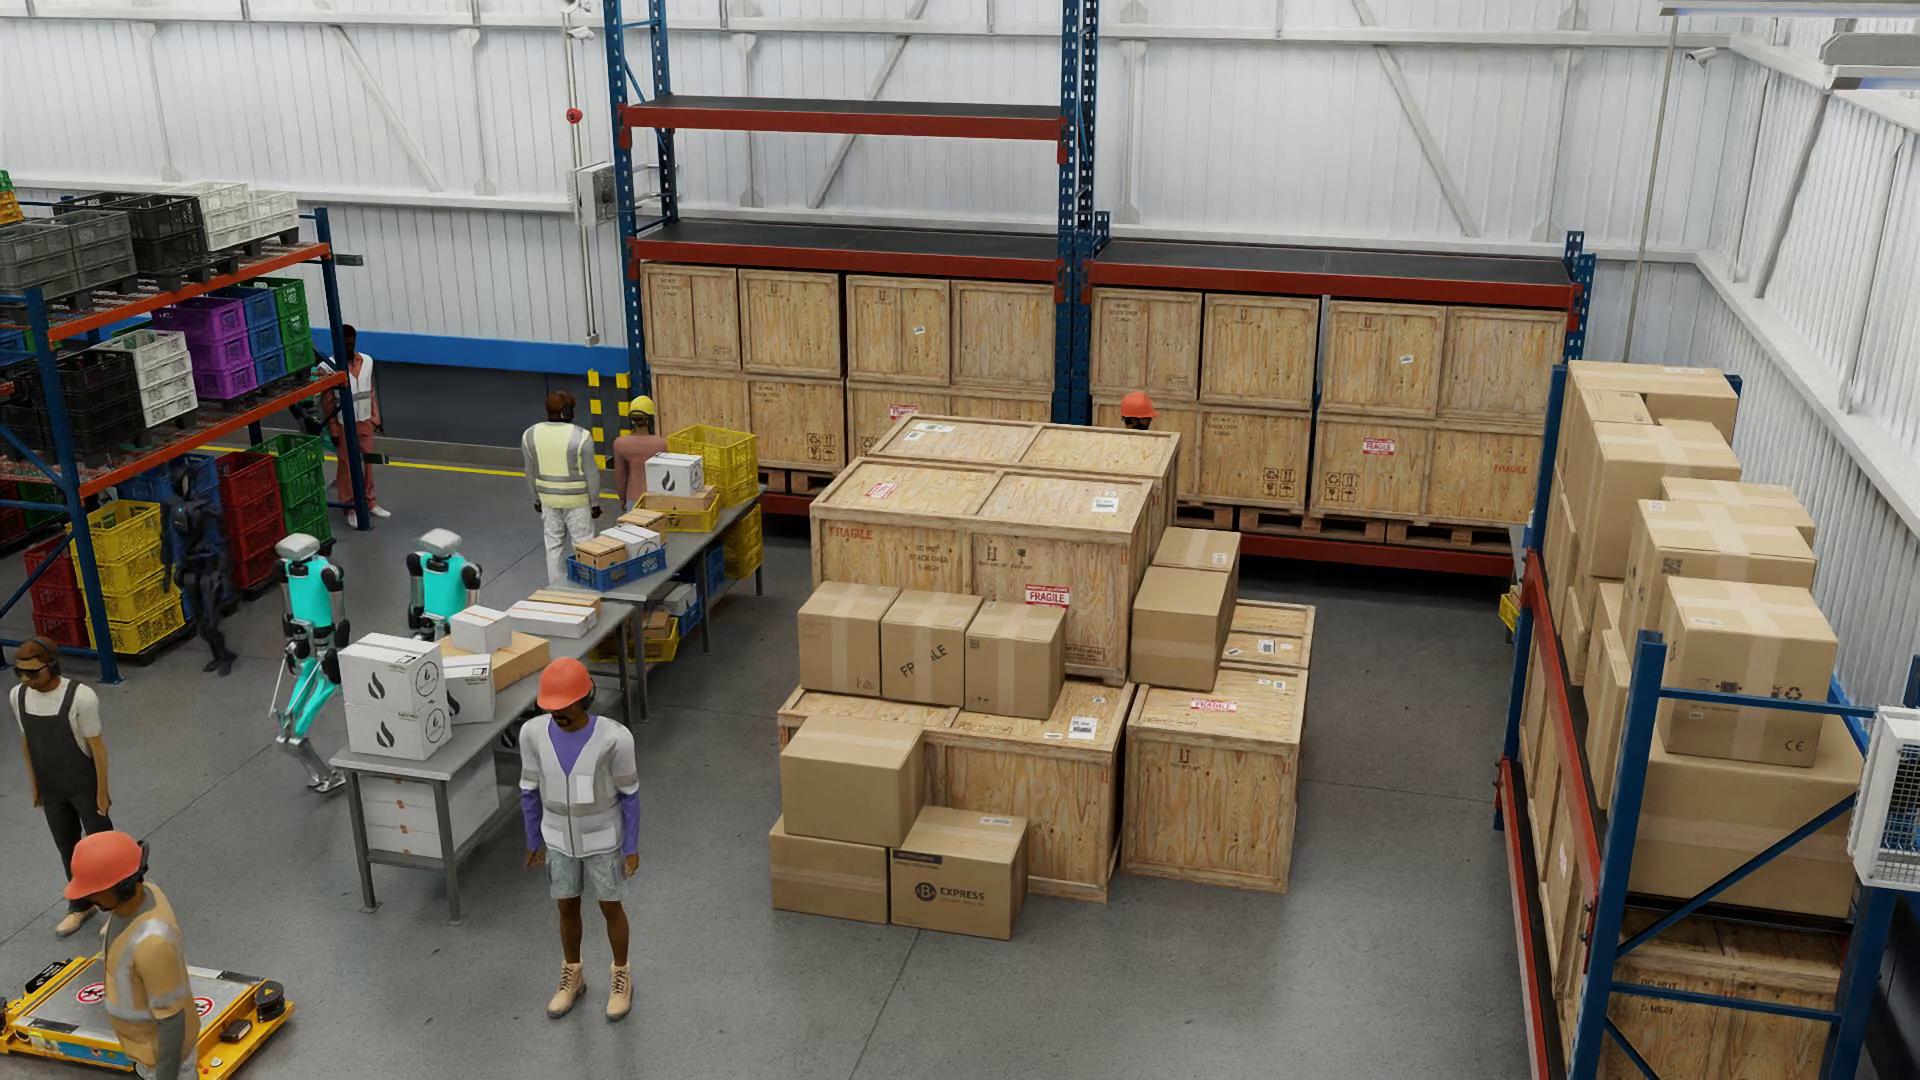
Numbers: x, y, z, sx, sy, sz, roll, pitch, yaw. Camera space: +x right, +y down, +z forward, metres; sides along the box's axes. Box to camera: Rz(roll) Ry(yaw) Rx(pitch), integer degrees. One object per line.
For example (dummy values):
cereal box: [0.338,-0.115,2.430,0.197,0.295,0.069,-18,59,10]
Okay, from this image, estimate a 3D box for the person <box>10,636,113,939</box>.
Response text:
person: [-4.965,1.372,9.263,0.498,1.838,0.348,3,21,8]

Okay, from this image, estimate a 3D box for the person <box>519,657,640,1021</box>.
person: [-1.946,1.538,8.539,0.613,2.042,0.371,2,21,6]

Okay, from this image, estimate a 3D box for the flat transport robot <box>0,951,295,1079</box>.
flat transport robot: [-4.270,2.464,8.601,1.431,0.231,0.659,5,22,13]

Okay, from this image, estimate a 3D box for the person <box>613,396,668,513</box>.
person: [-2.591,-0.338,13.843,0.521,1.761,0.318,2,21,5]

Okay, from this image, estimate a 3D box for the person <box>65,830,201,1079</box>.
person: [-3.421,2.117,7.038,0.386,2.035,0.604,-13,25,-31]

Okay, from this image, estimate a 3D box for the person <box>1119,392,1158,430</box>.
person: [1.378,-0.251,13.366,0.358,1.939,0.543,-1,21,-2]

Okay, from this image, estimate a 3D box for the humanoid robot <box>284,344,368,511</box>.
humanoid robot: [-5.903,-1.042,15.750,0.989,1.721,0.557,8,22,21]

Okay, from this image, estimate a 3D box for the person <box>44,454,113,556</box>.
person: [-7.434,-0.475,14.041,0.509,1.876,0.329,5,21,12]

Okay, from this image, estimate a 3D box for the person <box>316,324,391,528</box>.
person: [-5.691,-1.088,15.589,0.393,1.914,0.587,12,24,29]

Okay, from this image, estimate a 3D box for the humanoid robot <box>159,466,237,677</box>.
humanoid robot: [-5.712,0.226,12.474,0.599,1.645,0.357,4,21,11]

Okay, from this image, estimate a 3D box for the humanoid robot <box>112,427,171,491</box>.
humanoid robot: [-7.122,-0.650,14.747,0.547,1.758,1.040,0,21,1]

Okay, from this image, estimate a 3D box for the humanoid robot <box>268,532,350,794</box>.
humanoid robot: [-4.250,0.857,10.664,0.549,1.750,0.680,10,23,24]

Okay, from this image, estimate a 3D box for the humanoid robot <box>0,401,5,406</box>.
humanoid robot: [-9.460,-1.229,16.352,0.558,1.886,0.793,15,26,34]

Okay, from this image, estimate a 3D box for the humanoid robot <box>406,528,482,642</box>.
humanoid robot: [-3.455,0.851,10.797,0.569,1.785,0.887,8,22,19]

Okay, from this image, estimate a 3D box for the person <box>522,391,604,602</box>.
person: [-3.244,-0.330,13.714,0.622,1.838,0.431,4,21,11]
